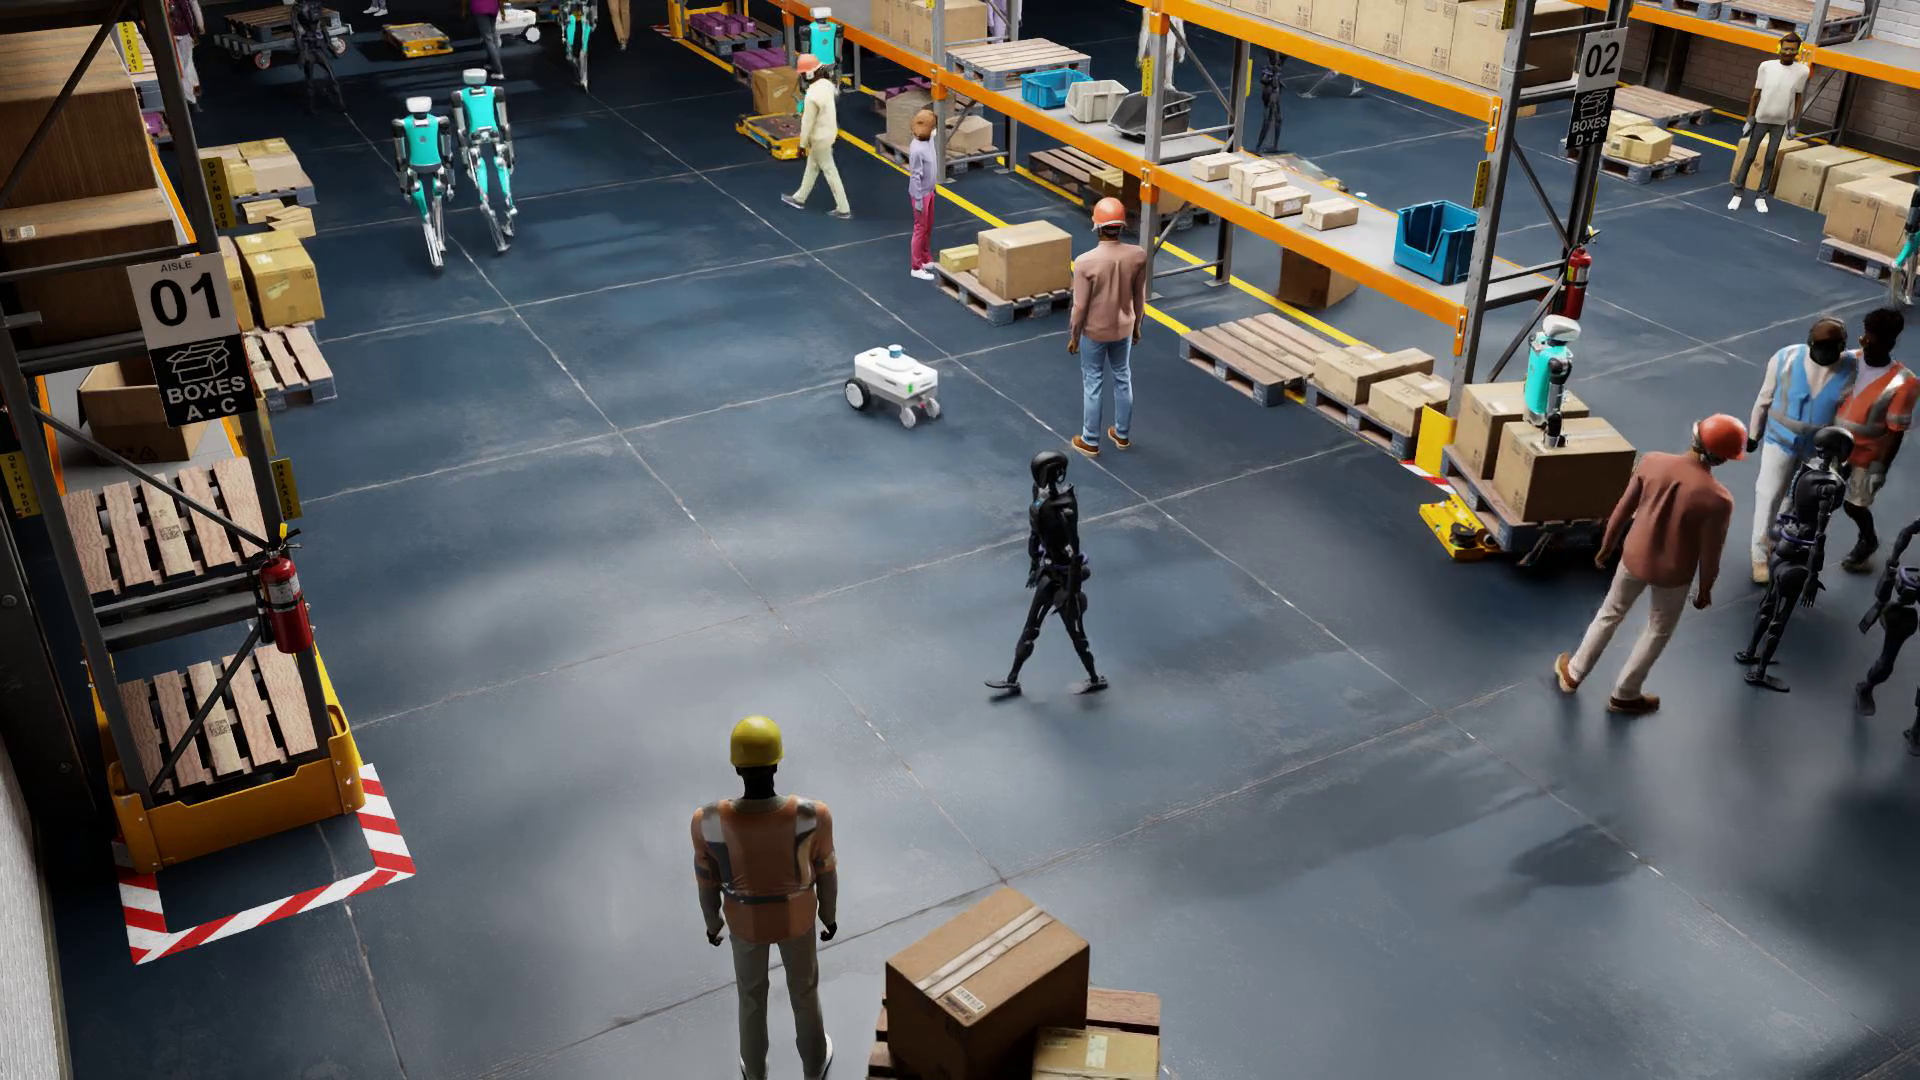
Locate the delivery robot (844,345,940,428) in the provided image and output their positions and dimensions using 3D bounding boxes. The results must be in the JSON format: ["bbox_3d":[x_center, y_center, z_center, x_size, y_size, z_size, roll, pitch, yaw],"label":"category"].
[{"bbox_3d":[-0.529,-1.268,13.345,0.499,0.609,0.812,-26,39,-38],"label":"delivery robot"}]

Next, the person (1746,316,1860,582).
[{"bbox_3d":[5.512,-0.587,10.887,0.638,1.806,0.800,9,31,15],"label":"person"}]

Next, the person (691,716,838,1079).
[{"bbox_3d":[-0.802,1.569,7.024,0.583,1.918,0.372,-3,30,-5],"label":"person"}]

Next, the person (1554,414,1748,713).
[{"bbox_3d":[3.953,0.116,9.533,0.438,1.940,0.798,-21,36,-32],"label":"person"}]

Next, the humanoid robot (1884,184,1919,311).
[{"bbox_3d":[8.687,-2.864,15.002,0.541,1.866,0.737,1,30,1],"label":"humanoid robot"}]

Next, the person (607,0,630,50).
[{"bbox_3d":[-4.864,-7.884,23.669,0.562,1.723,0.816,-11,32,-18],"label":"person"}]

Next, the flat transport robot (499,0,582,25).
[{"bbox_3d":[-6.469,-8.013,25.359,1.431,0.231,0.659,-12,32,-19],"label":"flat transport robot"}]

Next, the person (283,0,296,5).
[{"bbox_3d":[-10.127,-8.526,24.674,0.429,1.841,0.633,-10,31,-16],"label":"person"}]

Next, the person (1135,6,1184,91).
[{"bbox_3d":[2.440,-5.930,20.153,0.629,1.853,0.865,-6,30,-11],"label":"person"}]

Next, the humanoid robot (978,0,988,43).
[{"bbox_3d":[0.238,-7.820,23.621,0.390,1.637,0.614,0,30,0],"label":"humanoid robot"}]

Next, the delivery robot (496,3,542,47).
[{"bbox_3d":[-6.508,-7.474,24.151,0.816,0.613,0.499,-18,35,-29],"label":"delivery robot"}]

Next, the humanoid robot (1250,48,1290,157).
[{"bbox_3d":[3.648,-5.220,19.087,0.524,1.644,0.610,7,31,12],"label":"humanoid robot"}]

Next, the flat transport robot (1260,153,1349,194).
[{"bbox_3d":[3.658,-3.953,18.290,0.659,0.231,1.431,-9,31,-16],"label":"flat transport robot"}]

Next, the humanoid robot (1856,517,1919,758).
[{"bbox_3d":[5.432,0.383,9.358,0.611,1.648,0.603,7,31,12],"label":"humanoid robot"}]

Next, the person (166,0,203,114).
[{"bbox_3d":[-9.931,-6.414,20.915,0.937,1.892,0.490,25,38,37],"label":"person"}]

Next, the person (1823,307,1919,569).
[{"bbox_3d":[5.858,-0.606,10.819,0.882,1.947,0.608,-14,33,-23],"label":"person"}]

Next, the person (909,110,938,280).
[{"bbox_3d":[-0.329,-3.270,15.741,0.300,1.622,0.505,8,31,13],"label":"person"}]

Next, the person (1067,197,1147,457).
[{"bbox_3d":[1.084,-1.585,12.439,0.622,1.991,0.394,-13,32,-21],"label":"person"}]

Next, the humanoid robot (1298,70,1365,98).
[{"bbox_3d":[4.913,-6.490,21.275,0.997,1.777,0.534,8,31,13],"label":"humanoid robot"}]

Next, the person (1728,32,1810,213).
[{"bbox_3d":[8.493,-4.363,17.399,0.517,1.873,0.335,11,32,18],"label":"person"}]

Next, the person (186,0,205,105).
[{"bbox_3d":[-9.967,-6.504,21.115,0.638,1.867,0.988,-5,30,-8],"label":"person"}]

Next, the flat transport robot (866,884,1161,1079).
[{"bbox_3d":[0.211,2.507,7.045,0.659,0.231,1.431,4,30,7],"label":"flat transport robot"}]

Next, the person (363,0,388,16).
[{"bbox_3d":[-9.099,-8.898,25.527,0.506,1.631,0.275,26,39,37],"label":"person"}]

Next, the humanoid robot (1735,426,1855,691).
[{"bbox_3d":[4.960,0.078,9.845,0.315,1.657,0.599,7,31,12],"label":"humanoid robot"}]

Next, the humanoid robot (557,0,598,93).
[{"bbox_3d":[-5.016,-6.722,21.719,0.548,1.853,0.845,-1,30,-1],"label":"humanoid robot"}]

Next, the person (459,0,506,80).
[{"bbox_3d":[-6.366,-7.085,22.192,0.527,1.825,0.675,-25,38,-37],"label":"person"}]

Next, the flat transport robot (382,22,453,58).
[{"bbox_3d":[-7.828,-7.206,23.954,0.659,0.231,1.431,-16,34,-26],"label":"flat transport robot"}]

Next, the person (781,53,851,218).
[{"bbox_3d":[-1.546,-4.182,17.242,0.881,1.698,0.570,7,31,12],"label":"person"}]

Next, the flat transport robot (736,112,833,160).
[{"bbox_3d":[-2.107,-4.832,19.821,0.659,0.231,1.431,-15,33,-24],"label":"flat transport robot"}]

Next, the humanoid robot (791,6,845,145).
[{"bbox_3d":[-1.652,-5.186,19.091,0.540,1.903,0.695,-14,33,-23],"label":"humanoid robot"}]

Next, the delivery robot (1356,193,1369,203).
[{"bbox_3d":[3.988,-3.151,16.626,0.499,0.613,0.807,-10,31,-17],"label":"delivery robot"}]

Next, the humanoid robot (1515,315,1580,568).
[{"bbox_3d":[4.029,-0.622,11.055,0.715,1.824,0.533,-1,30,-1],"label":"humanoid robot"}]

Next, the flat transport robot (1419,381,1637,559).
[{"bbox_3d":[4.032,-0.144,11.660,1.431,0.231,0.659,-4,30,-6],"label":"flat transport robot"}]

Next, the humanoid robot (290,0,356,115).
[{"bbox_3d":[-7.979,-6.083,20.610,0.714,1.628,0.601,12,32,20],"label":"humanoid robot"}]

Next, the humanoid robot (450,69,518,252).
[{"bbox_3d":[-4.605,-3.669,16.357,0.535,1.753,0.935,-12,32,-19],"label":"humanoid robot"}]

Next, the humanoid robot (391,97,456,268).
[{"bbox_3d":[-5.131,-3.479,16.007,0.550,1.710,1.005,-10,31,-17],"label":"humanoid robot"}]

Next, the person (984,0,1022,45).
[{"bbox_3d":[0.576,-6.760,21.546,0.643,1.900,0.402,-26,39,-38],"label":"person"}]

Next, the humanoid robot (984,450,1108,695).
[{"bbox_3d":[0.534,0.231,9.628,0.745,1.628,0.616,-12,32,-20],"label":"humanoid robot"}]
